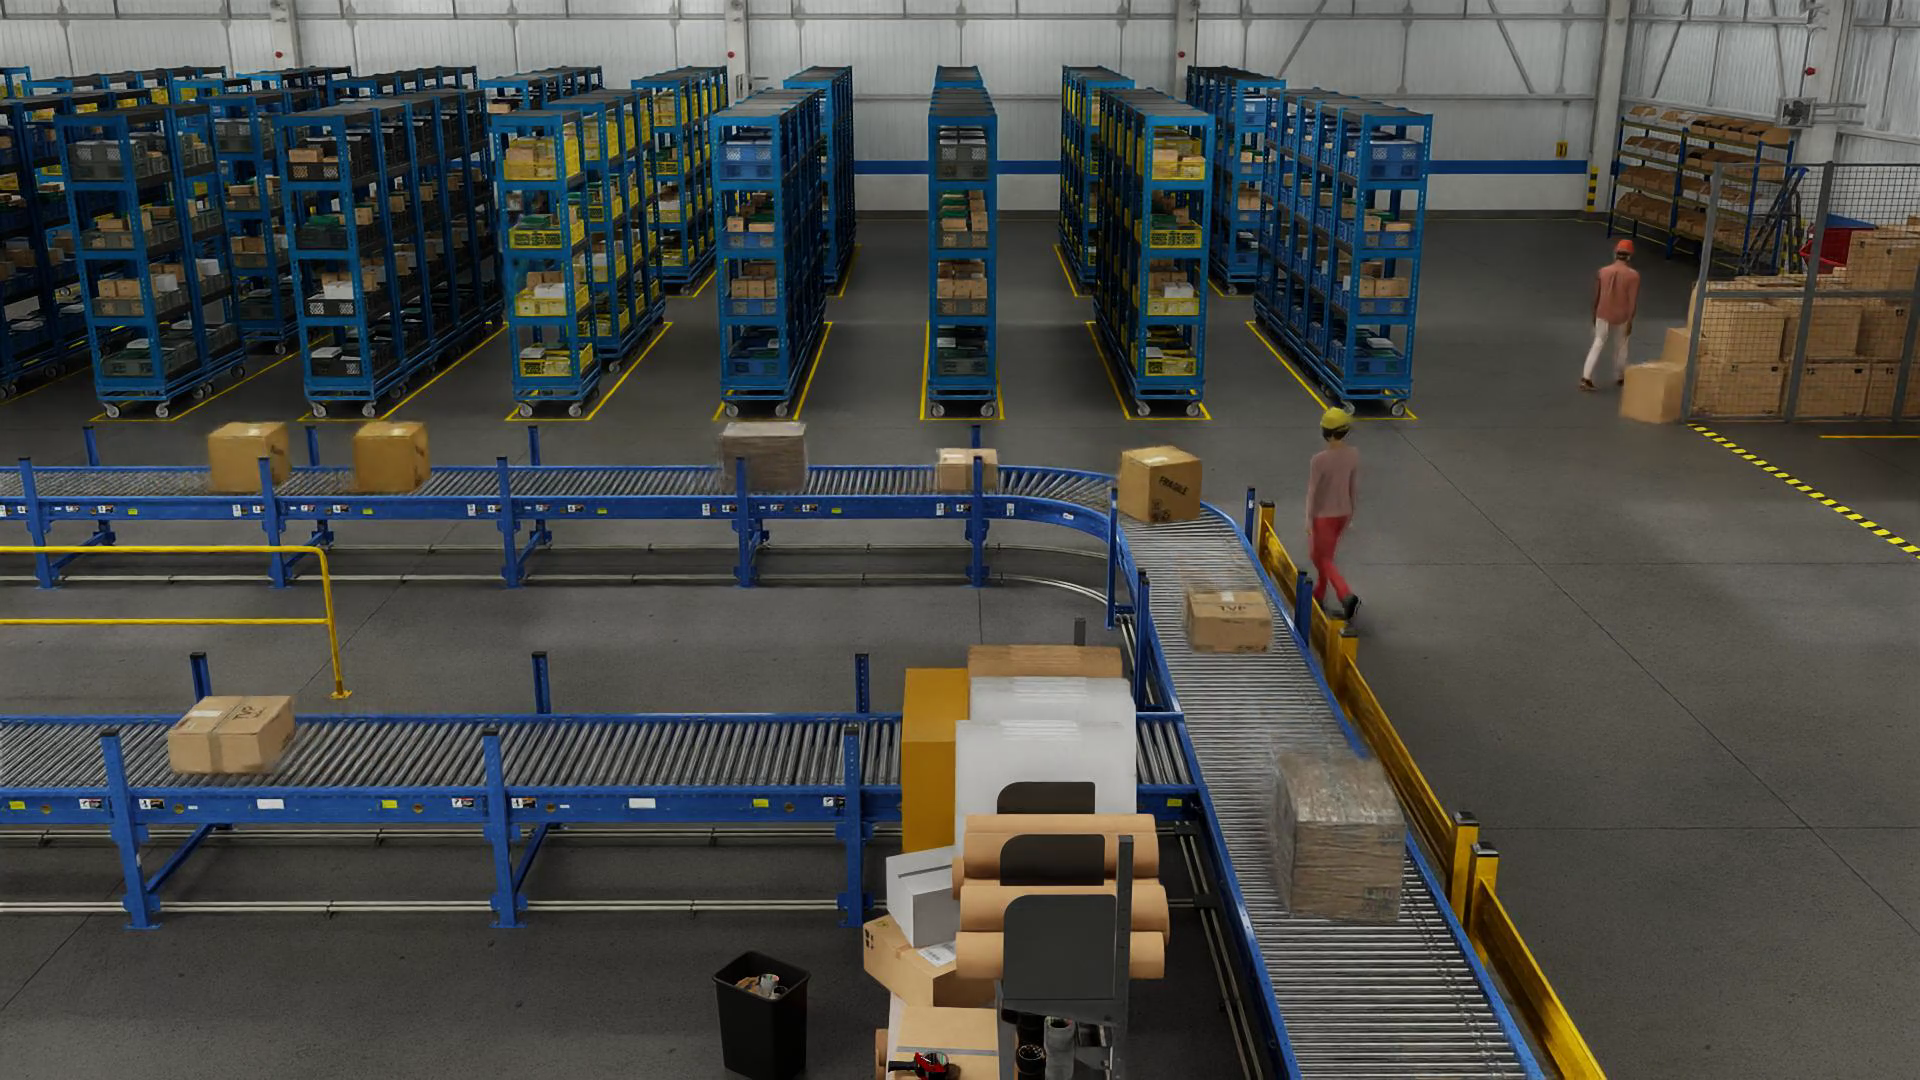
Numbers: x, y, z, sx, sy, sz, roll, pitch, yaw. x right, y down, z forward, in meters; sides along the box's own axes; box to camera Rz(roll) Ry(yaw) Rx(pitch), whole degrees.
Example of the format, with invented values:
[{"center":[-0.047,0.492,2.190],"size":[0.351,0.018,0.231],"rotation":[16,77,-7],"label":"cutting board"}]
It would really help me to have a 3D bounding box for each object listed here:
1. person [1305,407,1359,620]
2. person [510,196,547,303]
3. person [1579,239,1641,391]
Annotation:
[{"center":[3.036,-0.203,13.439],"size":[0.528,1.748,0.678],"rotation":[-11,21,-31],"label":"person"},{"center":[-7.004,-4.725,27.286],"size":[0.958,1.792,0.576],"rotation":[1,18,2],"label":"person"},{"center":[8.372,-2.884,21.397],"size":[1.005,1.941,0.626],"rotation":[-17,24,-42],"label":"person"}]
